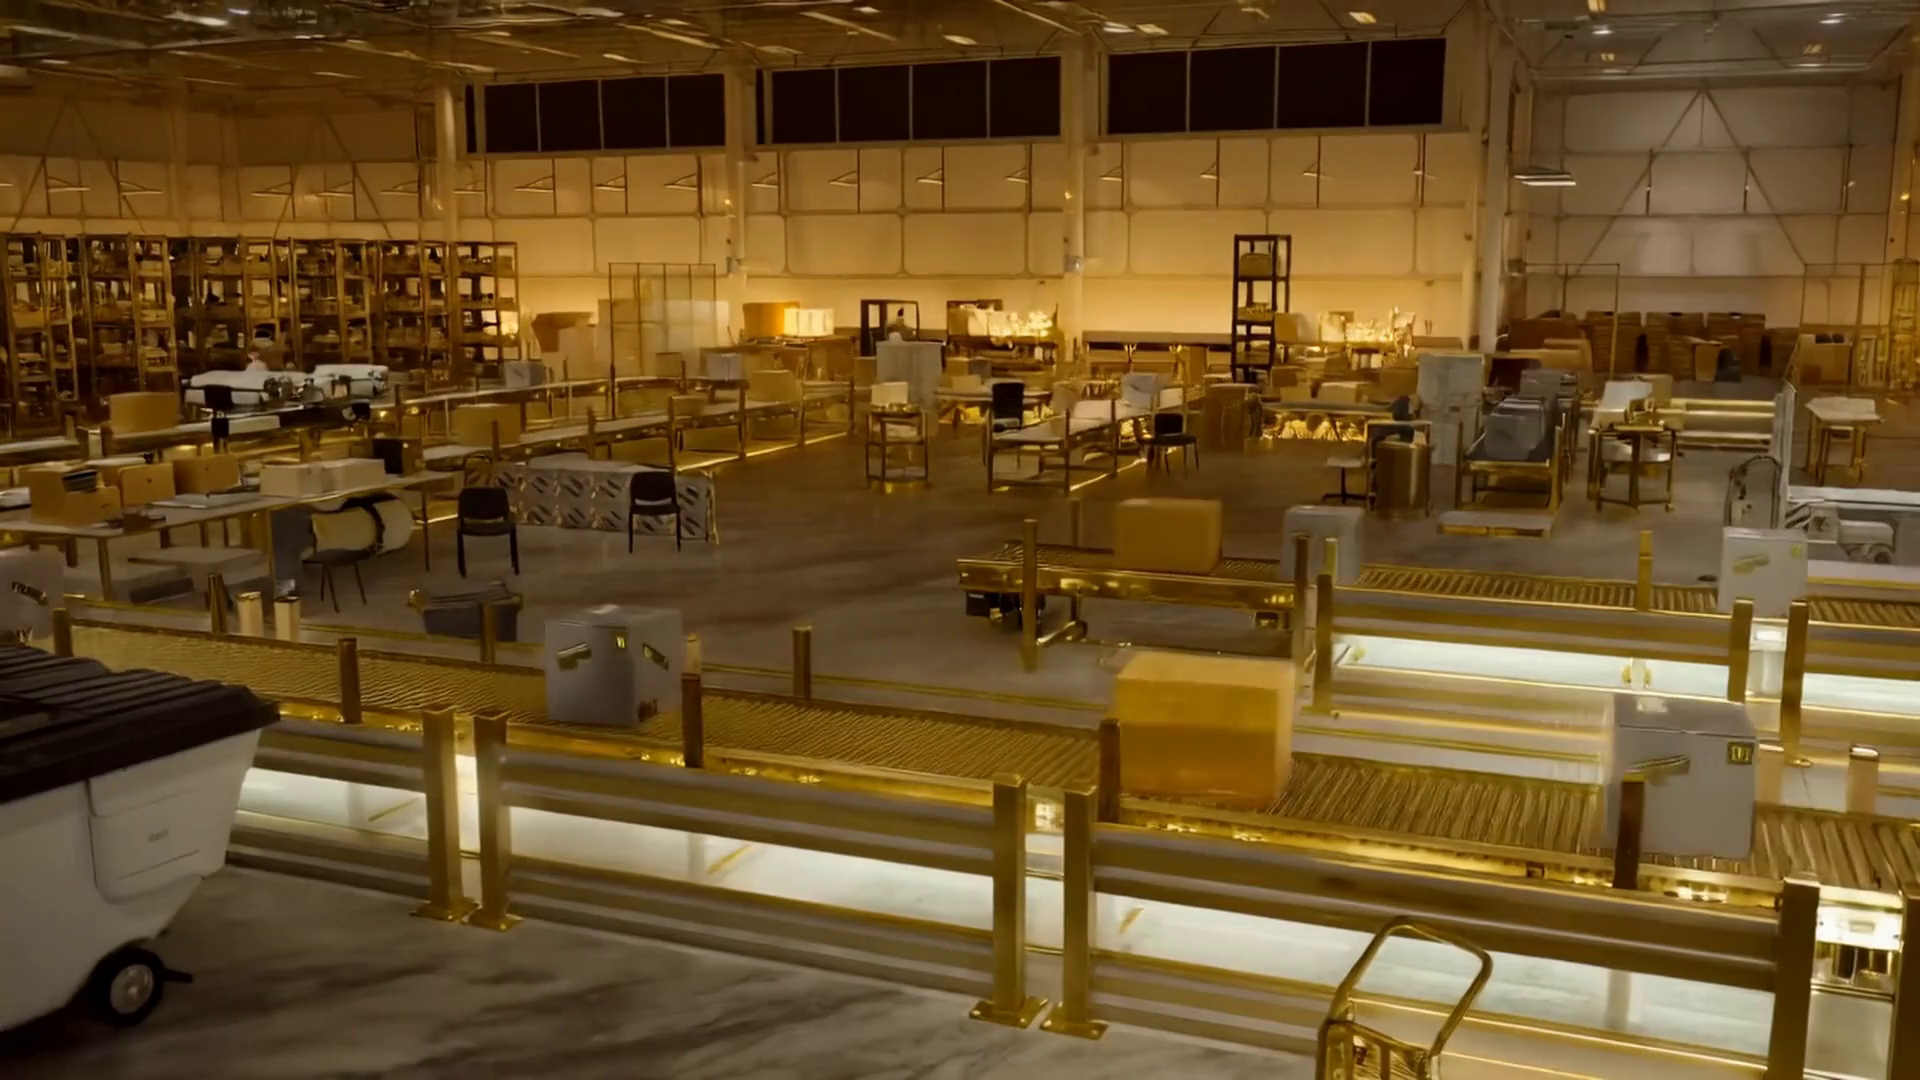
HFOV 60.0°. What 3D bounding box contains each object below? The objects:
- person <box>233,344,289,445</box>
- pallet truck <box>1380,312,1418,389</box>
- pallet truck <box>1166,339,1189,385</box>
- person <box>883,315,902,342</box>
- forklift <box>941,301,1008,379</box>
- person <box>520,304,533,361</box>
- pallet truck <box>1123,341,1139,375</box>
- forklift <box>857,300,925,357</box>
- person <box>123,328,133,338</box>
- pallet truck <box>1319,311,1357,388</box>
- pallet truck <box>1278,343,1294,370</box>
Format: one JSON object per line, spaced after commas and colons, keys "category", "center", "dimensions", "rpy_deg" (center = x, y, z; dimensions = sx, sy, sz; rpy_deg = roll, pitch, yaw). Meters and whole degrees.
{"category": "person", "center": [-11.919, -2.485, 28.323], "dimensions": [0.527, 1.722, 0.915], "rpy_deg": [6, 11, 33]}
{"category": "pallet truck", "center": [10.207, -4.283, 38.369], "dimensions": [0.823, 1.965, 1.885], "rpy_deg": [3, 10, 20]}
{"category": "pallet truck", "center": [5.418, -4.269, 40.420], "dimensions": [0.704, 1.261, 1.522], "rpy_deg": [3, 10, 20]}
{"category": "person", "center": [-1.441, -3.560, 33.883], "dimensions": [0.524, 2.029, 0.635], "rpy_deg": [2, 10, 15]}
{"category": "forklift", "center": [0.365, -4.966, 41.571], "dimensions": [1.157, 1.987, 2.680], "rpy_deg": [3, 10, 20]}
{"category": "person", "center": [-11.880, -5.479, 45.622], "dimensions": [0.396, 1.992, 0.623], "rpy_deg": [-8, 13, -42]}
{"category": "pallet truck", "center": [4.445, -4.380, 41.279], "dimensions": [0.680, 1.201, 1.601], "rpy_deg": [4, 10, 22]}
{"category": "forklift", "center": [-1.732, -5.109, 42.468], "dimensions": [1.157, 1.987, 2.680], "rpy_deg": [4, 10, 22]}
{"category": "person", "center": [-18.453, -4.035, 37.344], "dimensions": [0.563, 1.838, 0.391], "rpy_deg": [-1, 9, -8]}
{"category": "pallet truck", "center": [9.071, -4.419, 39.190], "dimensions": [0.823, 1.965, 1.885], "rpy_deg": [5, 10, 26]}
{"category": "pallet truck", "center": [7.886, -4.163, 39.743], "dimensions": [0.653, 1.274, 1.630], "rpy_deg": [4, 10, 22]}
